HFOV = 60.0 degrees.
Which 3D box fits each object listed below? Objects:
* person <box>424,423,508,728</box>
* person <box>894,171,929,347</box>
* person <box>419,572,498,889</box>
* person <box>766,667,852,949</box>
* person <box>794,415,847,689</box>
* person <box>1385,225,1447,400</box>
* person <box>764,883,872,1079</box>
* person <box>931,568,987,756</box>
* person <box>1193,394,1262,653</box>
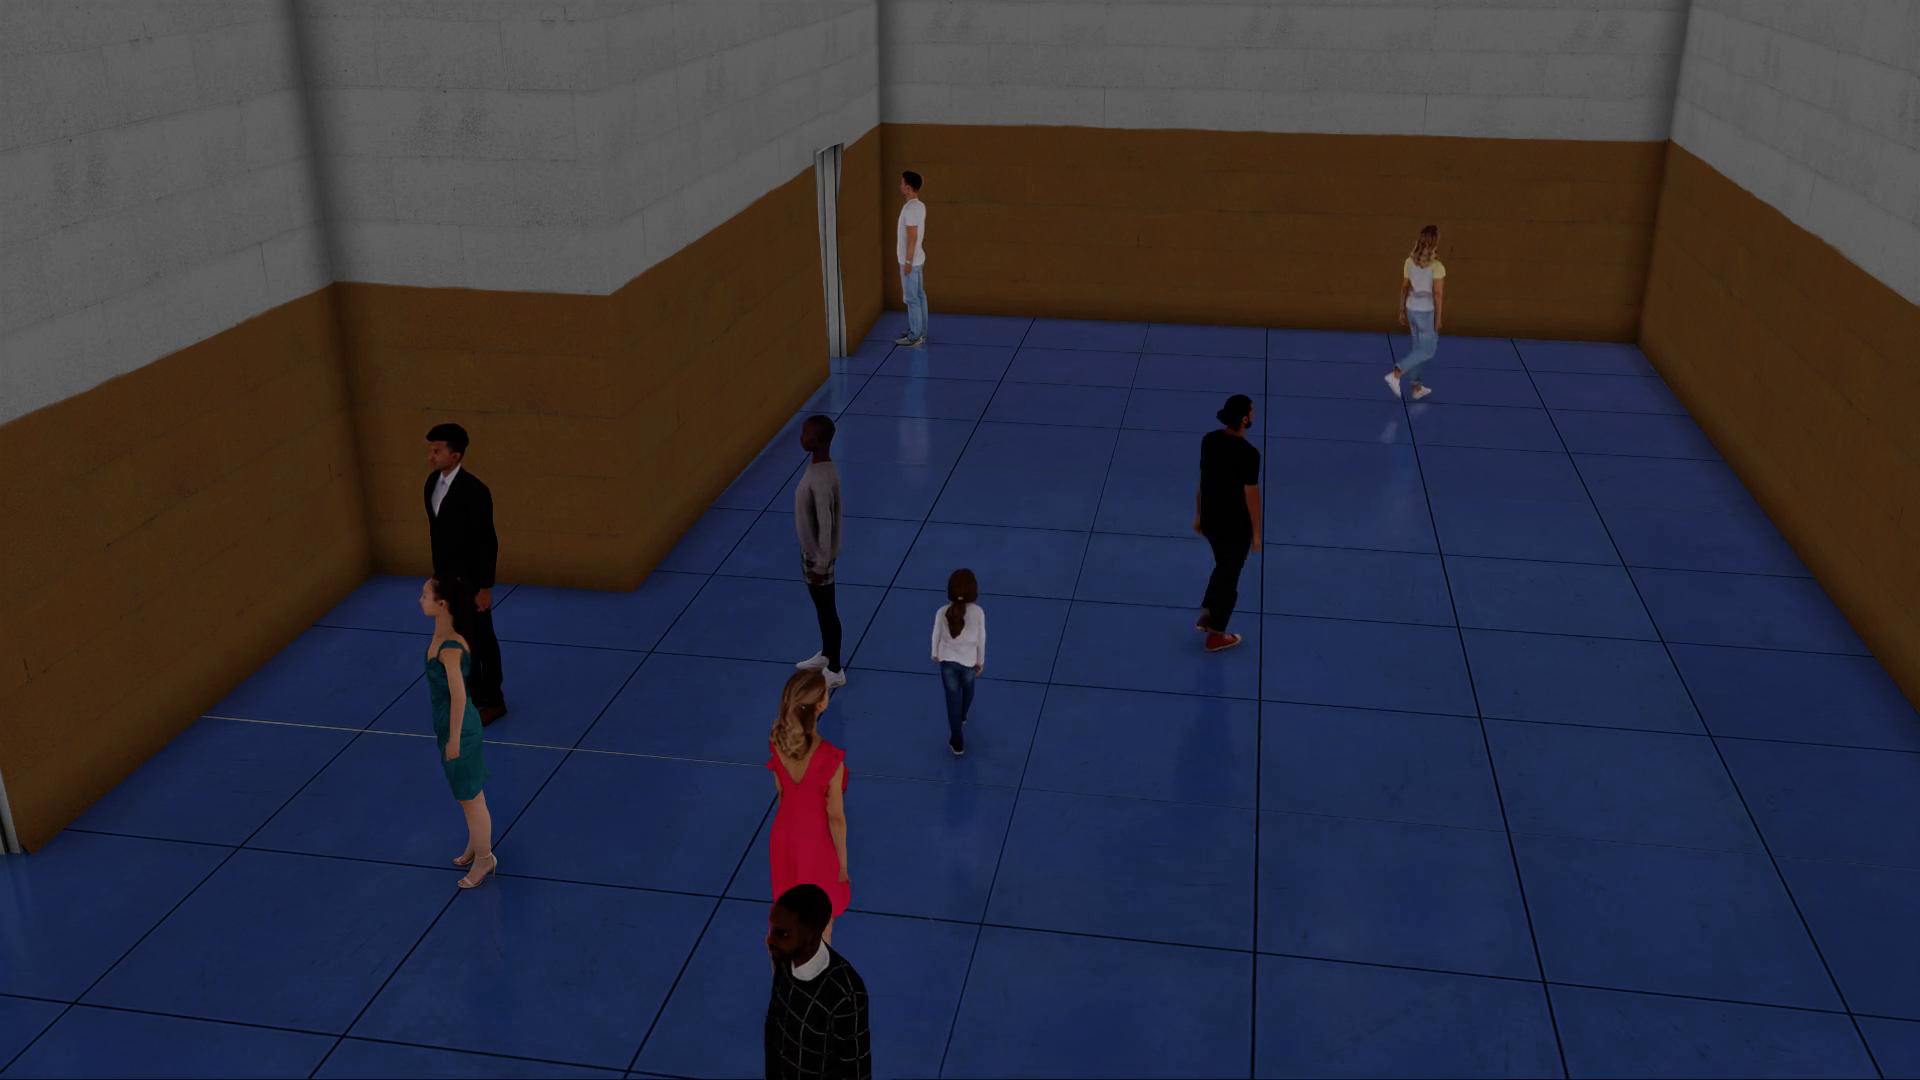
[{"bbox_3d":[-2.946,0.192,9.900,0.686,1.884,0.832,17,27,36],"label":"person"},{"bbox_3d":[-0.516,-3.044,17.979,0.548,1.864,0.678,5,22,12],"label":"person"},{"bbox_3d":[-2.502,0.943,8.296,0.632,1.687,0.618,-8,23,-19],"label":"person"},{"bbox_3d":[-0.679,1.346,7.246,0.622,1.721,0.724,16,27,35],"label":"person"},{"bbox_3d":[-0.859,0.069,10.357,0.659,1.772,0.688,-4,22,-10],"label":"person"},{"bbox_3d":[4.362,-2.129,15.894,1.043,1.705,0.967,-14,26,-31],"label":"person"},{"bbox_3d":[-0.391,1.919,5.704,0.918,1.808,0.861,-12,25,-27],"label":"person"},{"bbox_3d":[0.001,0.715,9.670,0.772,1.085,0.672,-4,22,-9],"label":"person"},{"bbox_3d":[1.666,-0.084,10.771,0.813,1.747,0.754,-15,26,-32],"label":"person"}]
